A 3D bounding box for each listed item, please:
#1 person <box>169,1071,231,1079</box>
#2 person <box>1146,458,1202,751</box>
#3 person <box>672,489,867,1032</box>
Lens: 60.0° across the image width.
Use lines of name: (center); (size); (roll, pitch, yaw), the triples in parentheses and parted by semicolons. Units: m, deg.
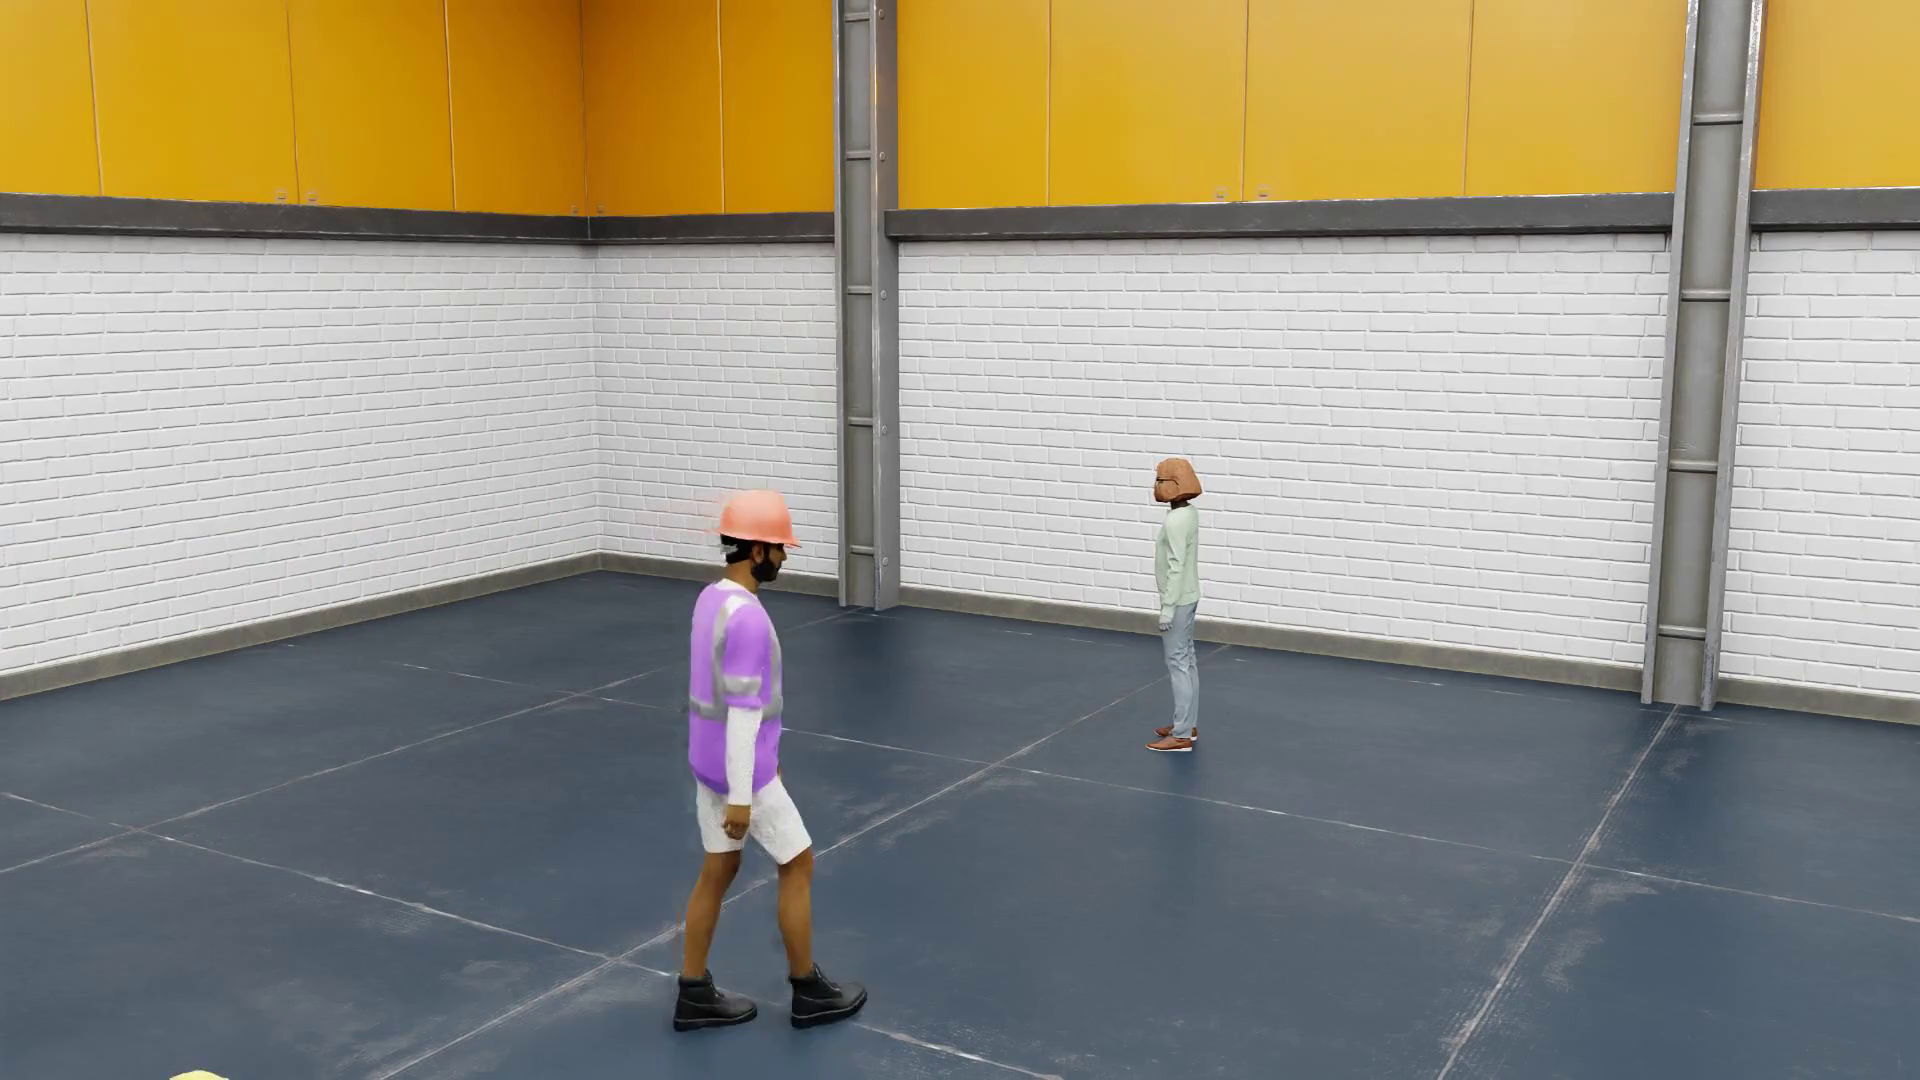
person: (-0.889, 1.460, 2.008); (0.739, 1.736, 0.553); (5, 11, 31)
person: (1.200, 0.357, 9.257); (0.265, 1.632, 0.508); (3, 10, 18)
person: (-0.707, 0.772, 5.807); (0.702, 1.903, 0.567); (-4, 10, -26)
